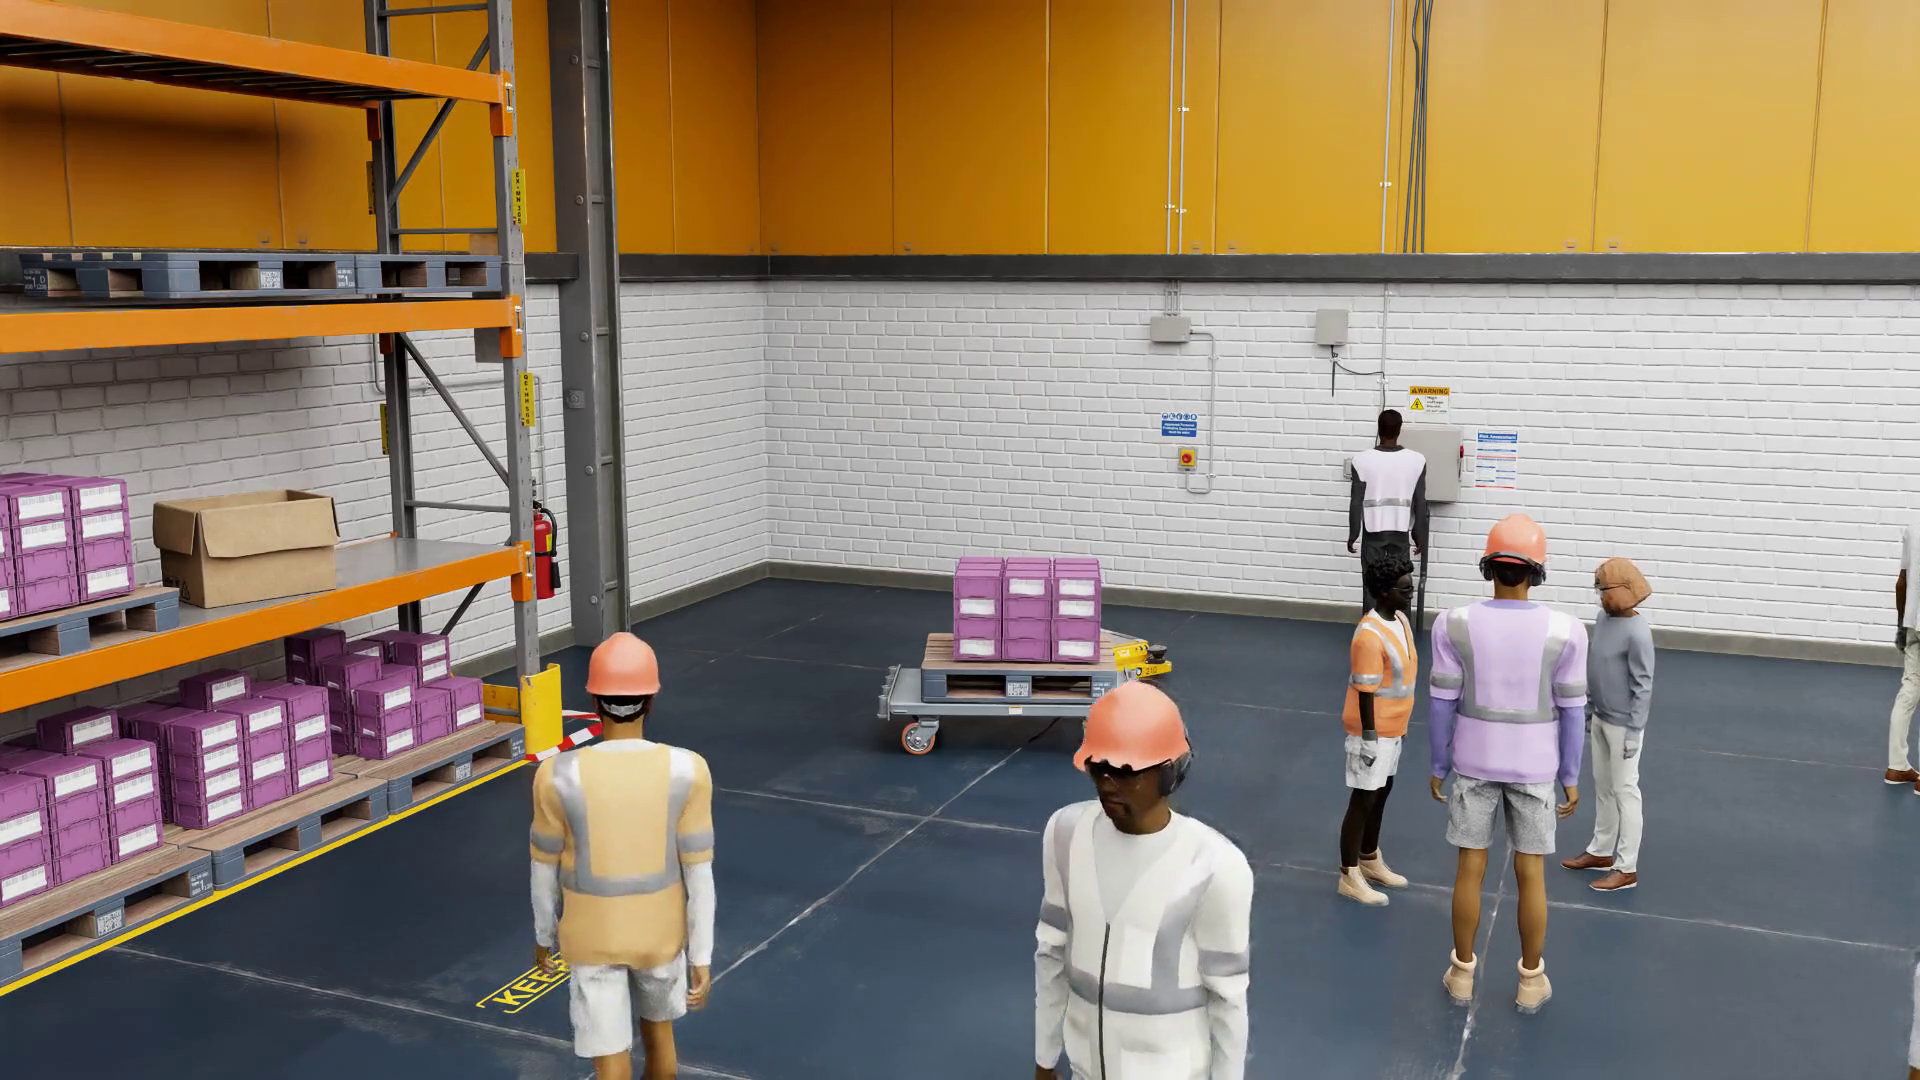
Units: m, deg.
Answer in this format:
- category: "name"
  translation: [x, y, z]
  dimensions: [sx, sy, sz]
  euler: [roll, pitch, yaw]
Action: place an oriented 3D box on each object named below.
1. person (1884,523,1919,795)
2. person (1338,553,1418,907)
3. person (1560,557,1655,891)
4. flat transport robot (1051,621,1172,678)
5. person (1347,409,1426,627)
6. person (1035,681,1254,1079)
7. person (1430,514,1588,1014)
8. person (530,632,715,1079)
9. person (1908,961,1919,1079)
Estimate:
- category: "person"
  translation: [5.607, 0.536, 9.578]
  dimensions: [0.333, 1.864, 0.520]
  euler: [-1, 9, -8]
- category: "person"
  translation: [2.000, 0.892, 7.942]
  dimensions: [0.322, 1.689, 0.530]
  euler: [5, 11, 30]
- category: "person"
  translation: [3.188, 0.890, 8.121]
  dimensions: [0.287, 1.633, 0.498]
  euler: [-1, 9, -3]
- category: "flat transport robot"
  translation: [0.883, 0.822, 12.655]
  dimensions: [0.652, 0.197, 1.431]
  euler: [-7, 12, -35]
- category: "person"
  translation: [3.342, -0.063, 13.034]
  dimensions: [0.597, 1.916, 0.371]
  euler: [0, 9, 1]
- category: "person"
  translation: [0.493, 1.326, 4.359]
  dimensions: [0.612, 2.016, 0.876]
  euler: [8, 12, 40]
- category: "person"
  translation: [2.213, 0.908, 6.773]
  dimensions: [0.606, 2.044, 0.373]
  euler: [3, 10, 19]
- category: "person"
  translation: [-1.082, 1.224, 5.317]
  dimensions: [0.552, 1.889, 0.975]
  euler: [-3, 10, -18]
- category: "person"
  translation: [2.377, 1.520, 3.746]
  dimensions: [0.556, 1.813, 0.990]
  euler: [2, 10, 13]
